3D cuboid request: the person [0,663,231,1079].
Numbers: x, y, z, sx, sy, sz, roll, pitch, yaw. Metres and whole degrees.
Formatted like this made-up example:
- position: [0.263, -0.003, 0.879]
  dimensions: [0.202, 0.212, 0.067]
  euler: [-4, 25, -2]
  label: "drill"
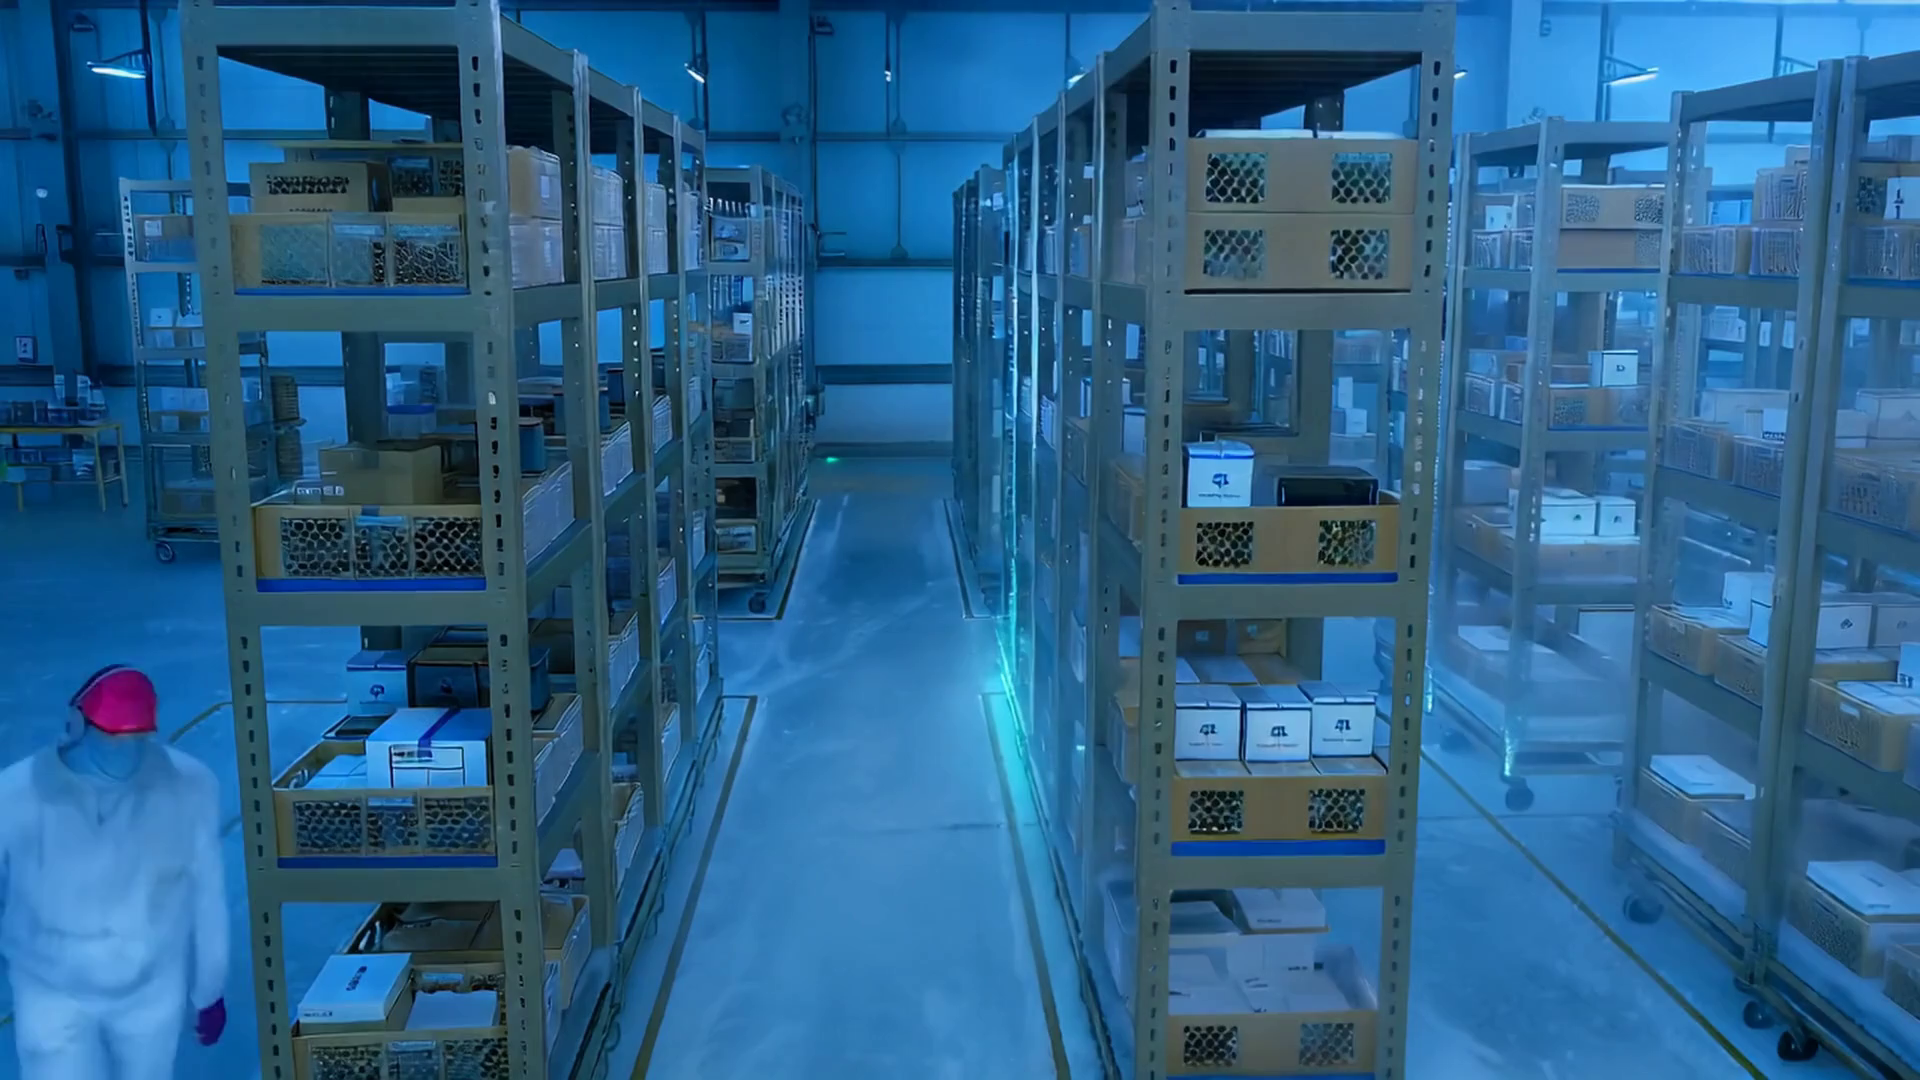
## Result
- position: [-2.300, 1.266, 4.493]
  dimensions: [0.705, 1.864, 0.718]
  euler: [-8, 13, -38]
  label: "person"
